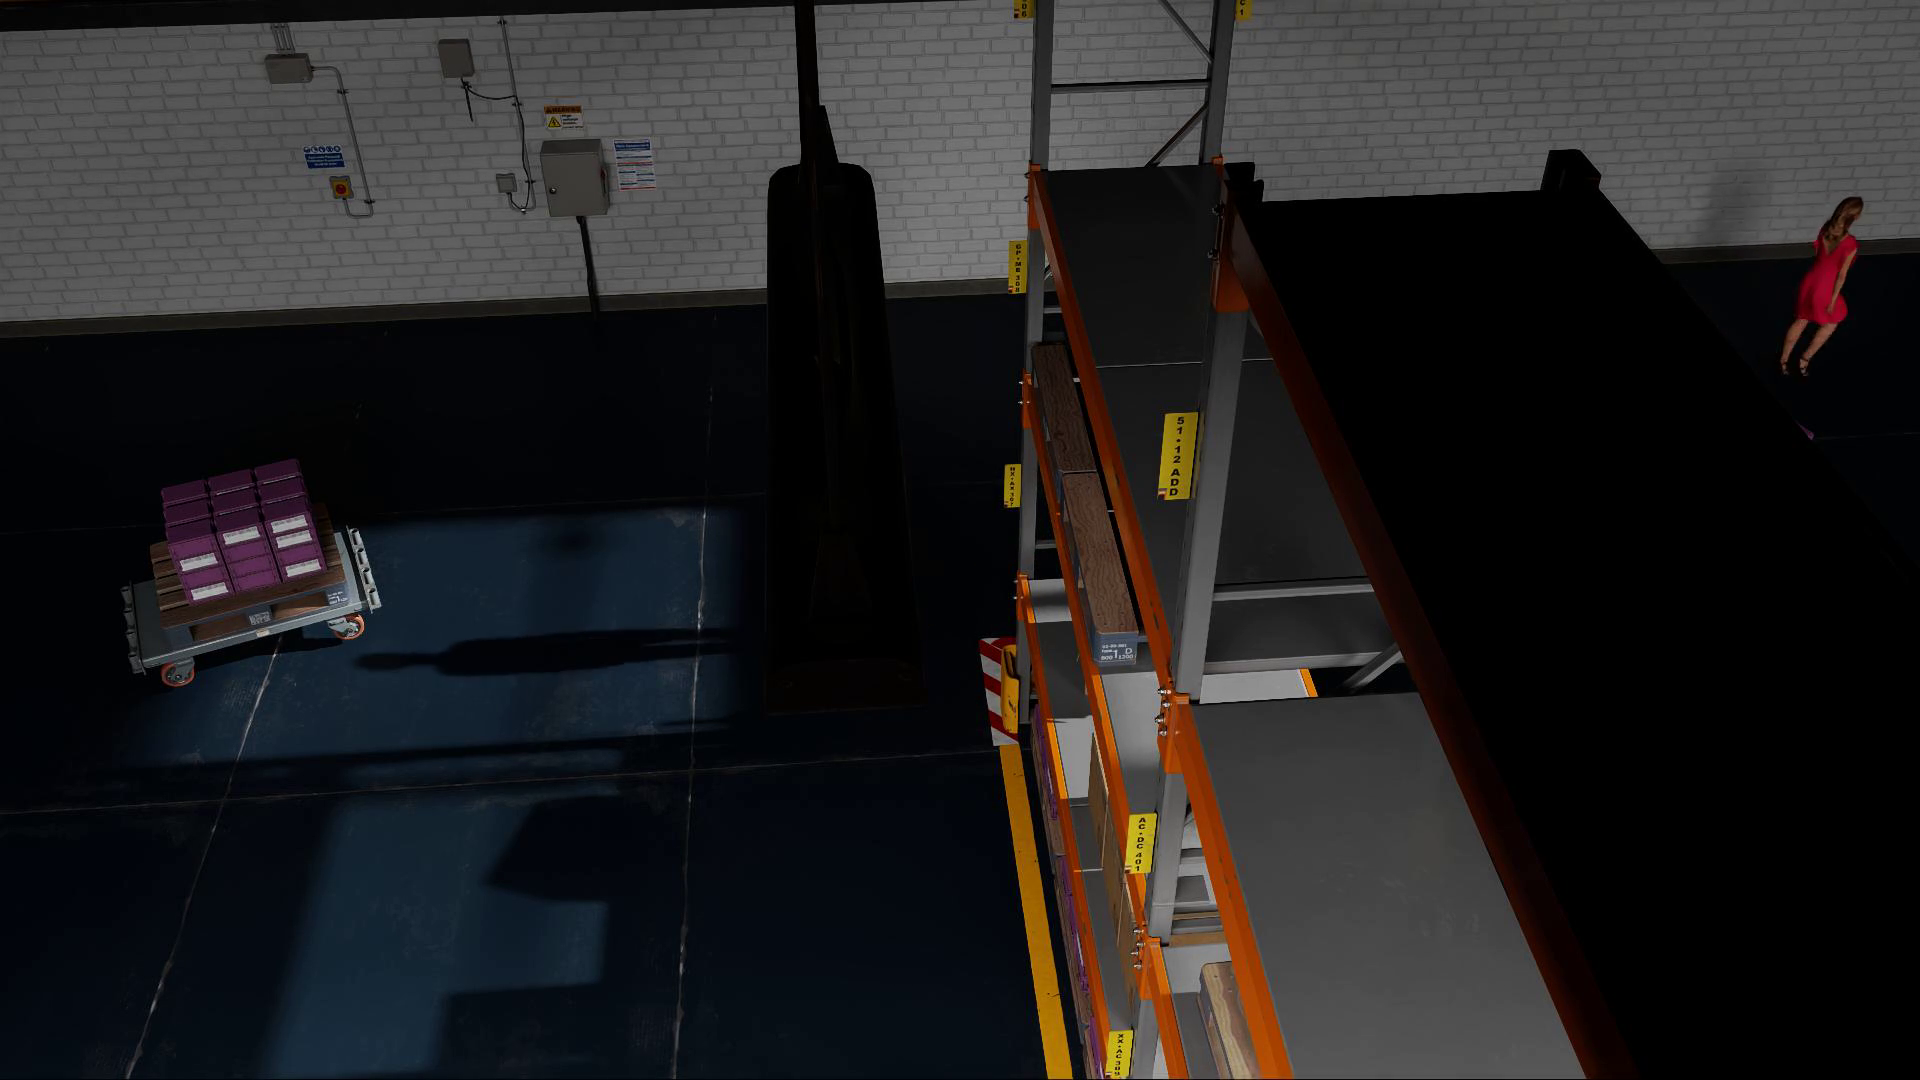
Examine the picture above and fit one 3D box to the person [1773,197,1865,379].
[{"bbox_3d":[7.229,-2.102,14.110,0.719,1.713,0.641,-14,41,-16],"label":"person"}]
